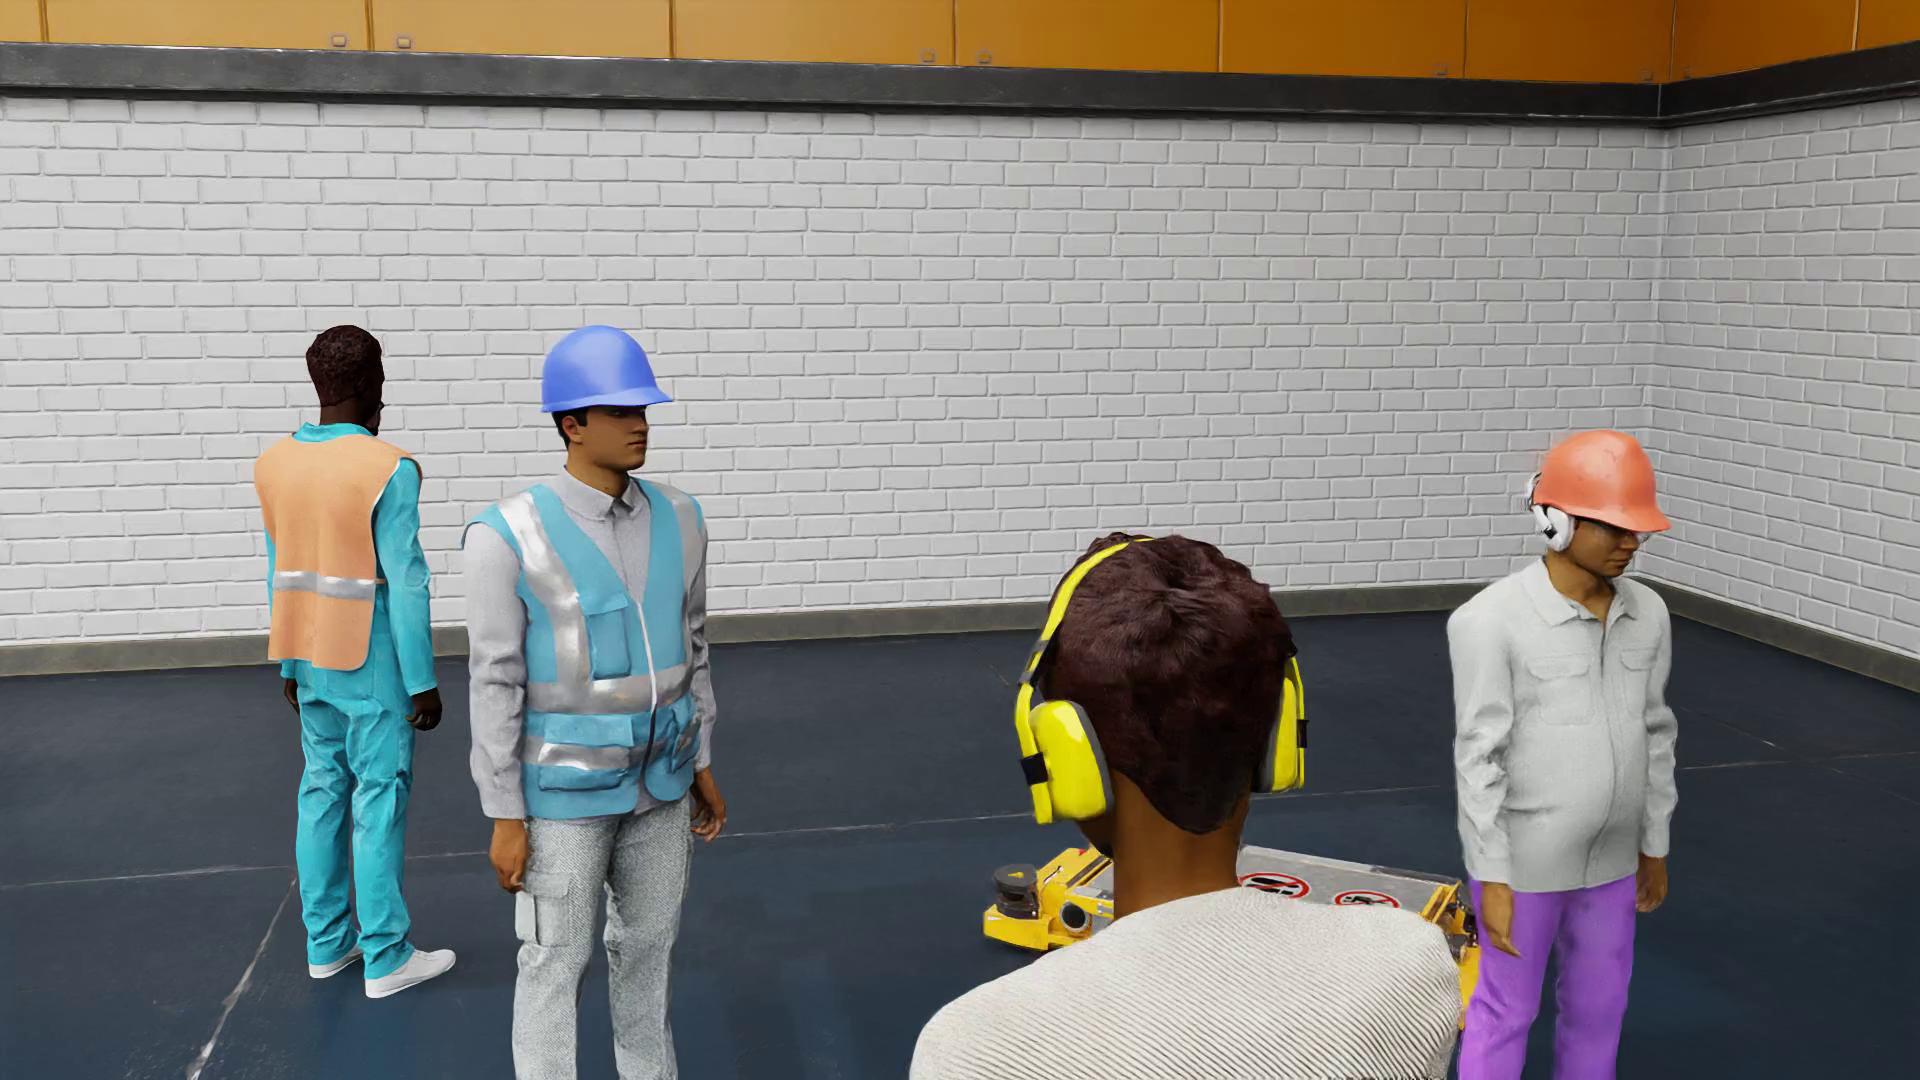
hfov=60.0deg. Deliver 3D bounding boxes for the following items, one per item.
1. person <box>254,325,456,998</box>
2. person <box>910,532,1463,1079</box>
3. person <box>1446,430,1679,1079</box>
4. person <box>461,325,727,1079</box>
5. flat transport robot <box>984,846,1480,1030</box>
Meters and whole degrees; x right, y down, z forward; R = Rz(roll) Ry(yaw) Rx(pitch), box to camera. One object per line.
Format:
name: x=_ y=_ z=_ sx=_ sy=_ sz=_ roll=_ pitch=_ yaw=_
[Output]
person: x=-1.742 y=0.350 z=4.750 sx=0.588 sy=1.910 sz=0.397 roll=5 pitch=11 yaw=28
person: x=0.178 y=0.915 z=1.439 sx=0.517 sy=1.865 sz=0.327 roll=-4 pitch=10 yaw=-24
person: x=1.270 y=0.640 z=3.474 sx=0.582 sy=1.747 sz=0.342 roll=-4 pitch=10 yaw=-22
person: x=-0.770 y=0.517 z=3.600 sx=0.378 sy=1.950 sz=0.610 roll=8 pitch=12 yaw=41
flat transport robot: x=0.855 y=1.123 z=5.014 sx=1.431 sy=0.197 sz=0.652 roll=5 pitch=10 yaw=27
